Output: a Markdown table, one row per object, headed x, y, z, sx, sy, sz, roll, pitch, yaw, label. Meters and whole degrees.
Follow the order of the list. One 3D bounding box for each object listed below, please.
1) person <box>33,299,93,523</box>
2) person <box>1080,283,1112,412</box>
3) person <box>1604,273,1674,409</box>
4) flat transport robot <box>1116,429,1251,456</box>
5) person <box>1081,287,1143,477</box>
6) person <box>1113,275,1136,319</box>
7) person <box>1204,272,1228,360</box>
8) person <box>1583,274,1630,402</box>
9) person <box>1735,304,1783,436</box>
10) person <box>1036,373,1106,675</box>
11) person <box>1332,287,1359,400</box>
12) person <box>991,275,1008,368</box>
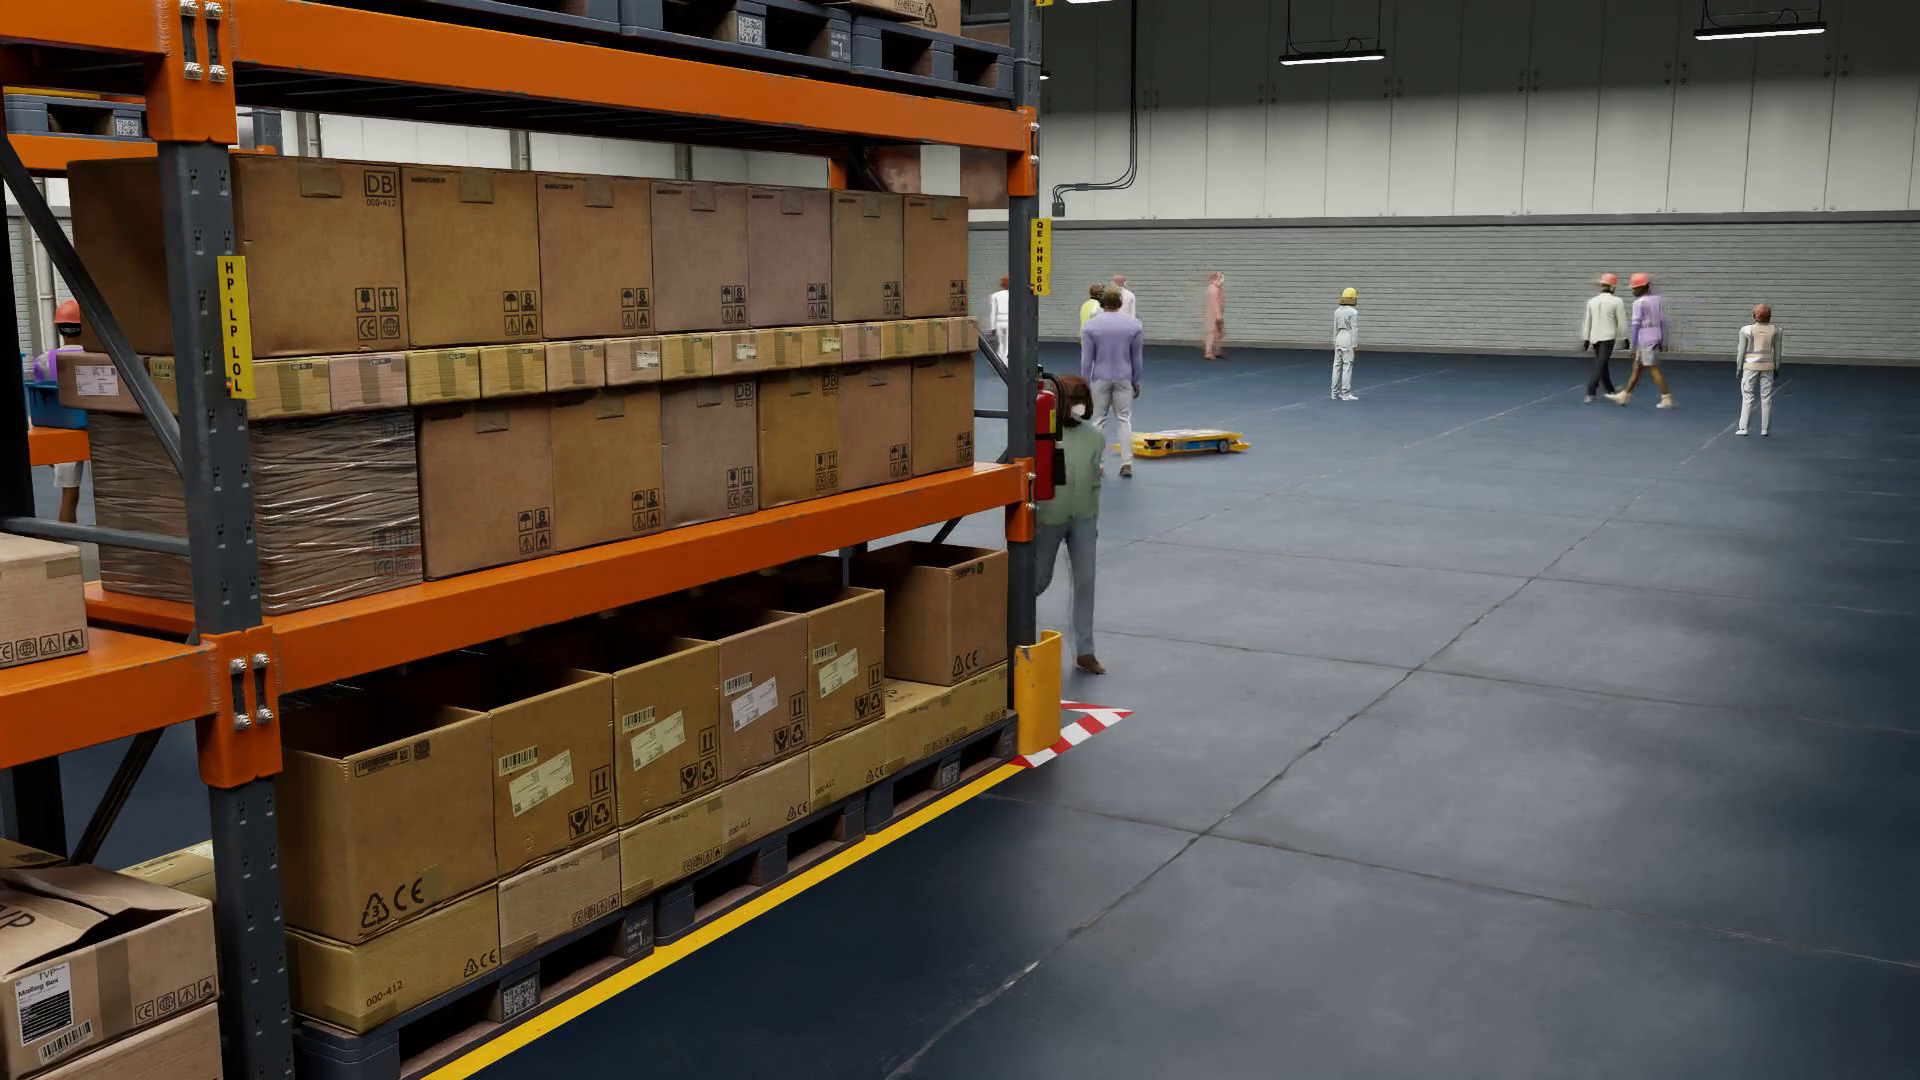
| x | y | z | sx | sy | sz | roll | pitch | yaw | label |
| --- | --- | --- | --- | --- | --- | --- | --- | --- | --- |
| -6.130 | -0.708 | 11.633 | 0.540 | 1.929 | 0.391 | -2 | 10 | -9 | person |
| 1.963 | -2.761 | 23.920 | 0.429 | 1.841 | 0.627 | -4 | 11 | -23 | person |
| 10.013 | -2.898 | 24.290 | 0.615 | 1.970 | 1.031 | -9 | 13 | -43 | person |
| 2.533 | -1.114 | 18.838 | 1.431 | 0.197 | 0.652 | -6 | 11 | -31 | flat transport robot |
| 1.539 | -1.580 | 16.810 | 0.645 | 1.934 | 0.711 | -1 | 10 | -5 | person |
| 2.919 | -3.955 | 30.803 | 0.657 | 1.878 | 0.842 | 1 | 10 | 8 | person |
| 5.549 | -4.789 | 35.614 | 0.647 | 1.884 | 0.662 | 2 | 10 | 13 | person |
| 9.980 | -3.099 | 25.560 | 1.017 | 1.941 | 0.621 | -5 | 11 | -28 | person |
| 9.886 | -2.098 | 20.598 | 0.520 | 1.640 | 0.307 | 2 | 10 | 10 | person |
| 0.527 | -0.113 | 9.068 | 0.508 | 1.612 | 0.743 | -5 | 11 | -26 | person |
| 6.007 | -3.043 | 25.825 | 0.322 | 1.741 | 0.491 | -5 | 11 | -27 | person |
| 0.891 | -3.939 | 30.694 | 0.572 | 1.862 | 0.642 | 5 | 11 | 27 | person |
